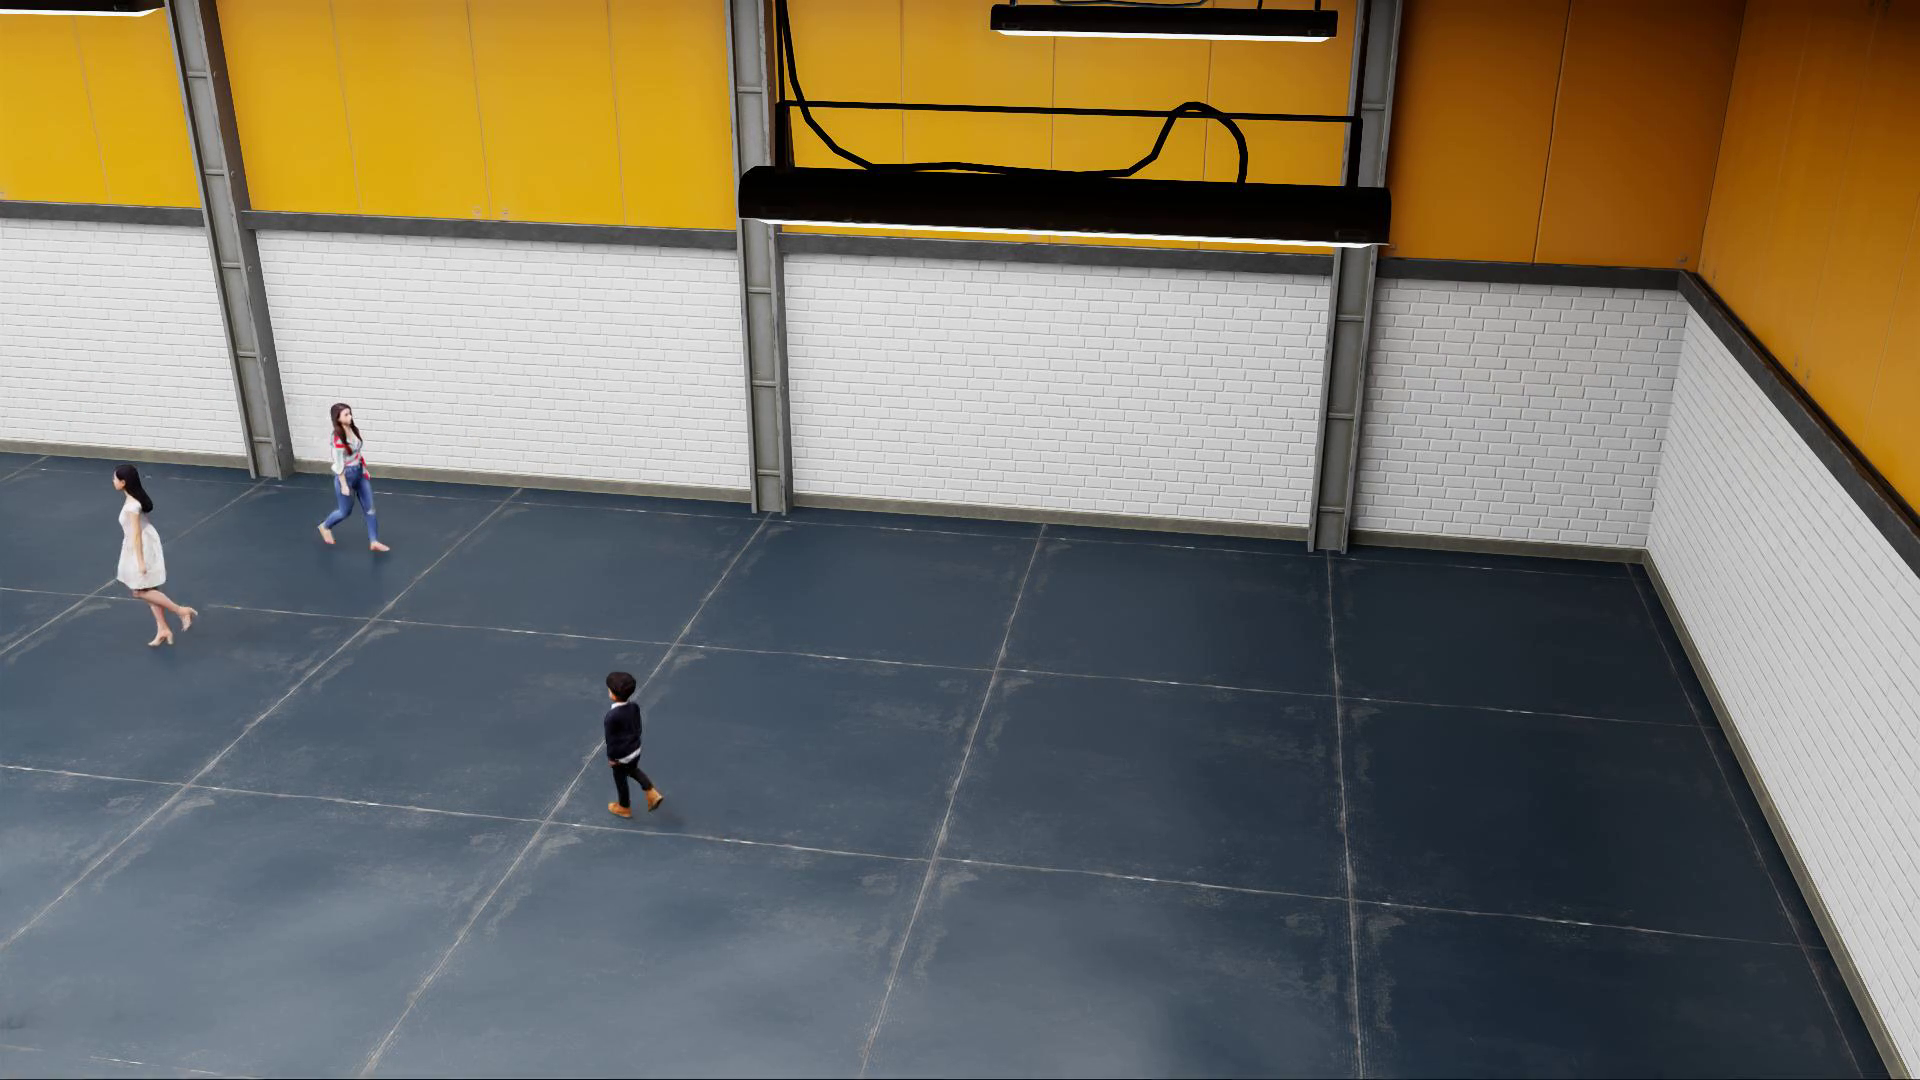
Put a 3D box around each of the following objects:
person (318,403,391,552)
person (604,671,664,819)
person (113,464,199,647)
[{"bbox_3d":[-6.308,-0.624,17.012,1.057,1.586,0.711,8,25,18],"label":"person"},{"bbox_3d":[-2.474,1.555,12.491,0.744,1.216,0.619,12,26,25],"label":"person"},{"bbox_3d":[-7.269,0.151,15.018,0.925,1.764,0.815,-7,25,-15],"label":"person"}]
